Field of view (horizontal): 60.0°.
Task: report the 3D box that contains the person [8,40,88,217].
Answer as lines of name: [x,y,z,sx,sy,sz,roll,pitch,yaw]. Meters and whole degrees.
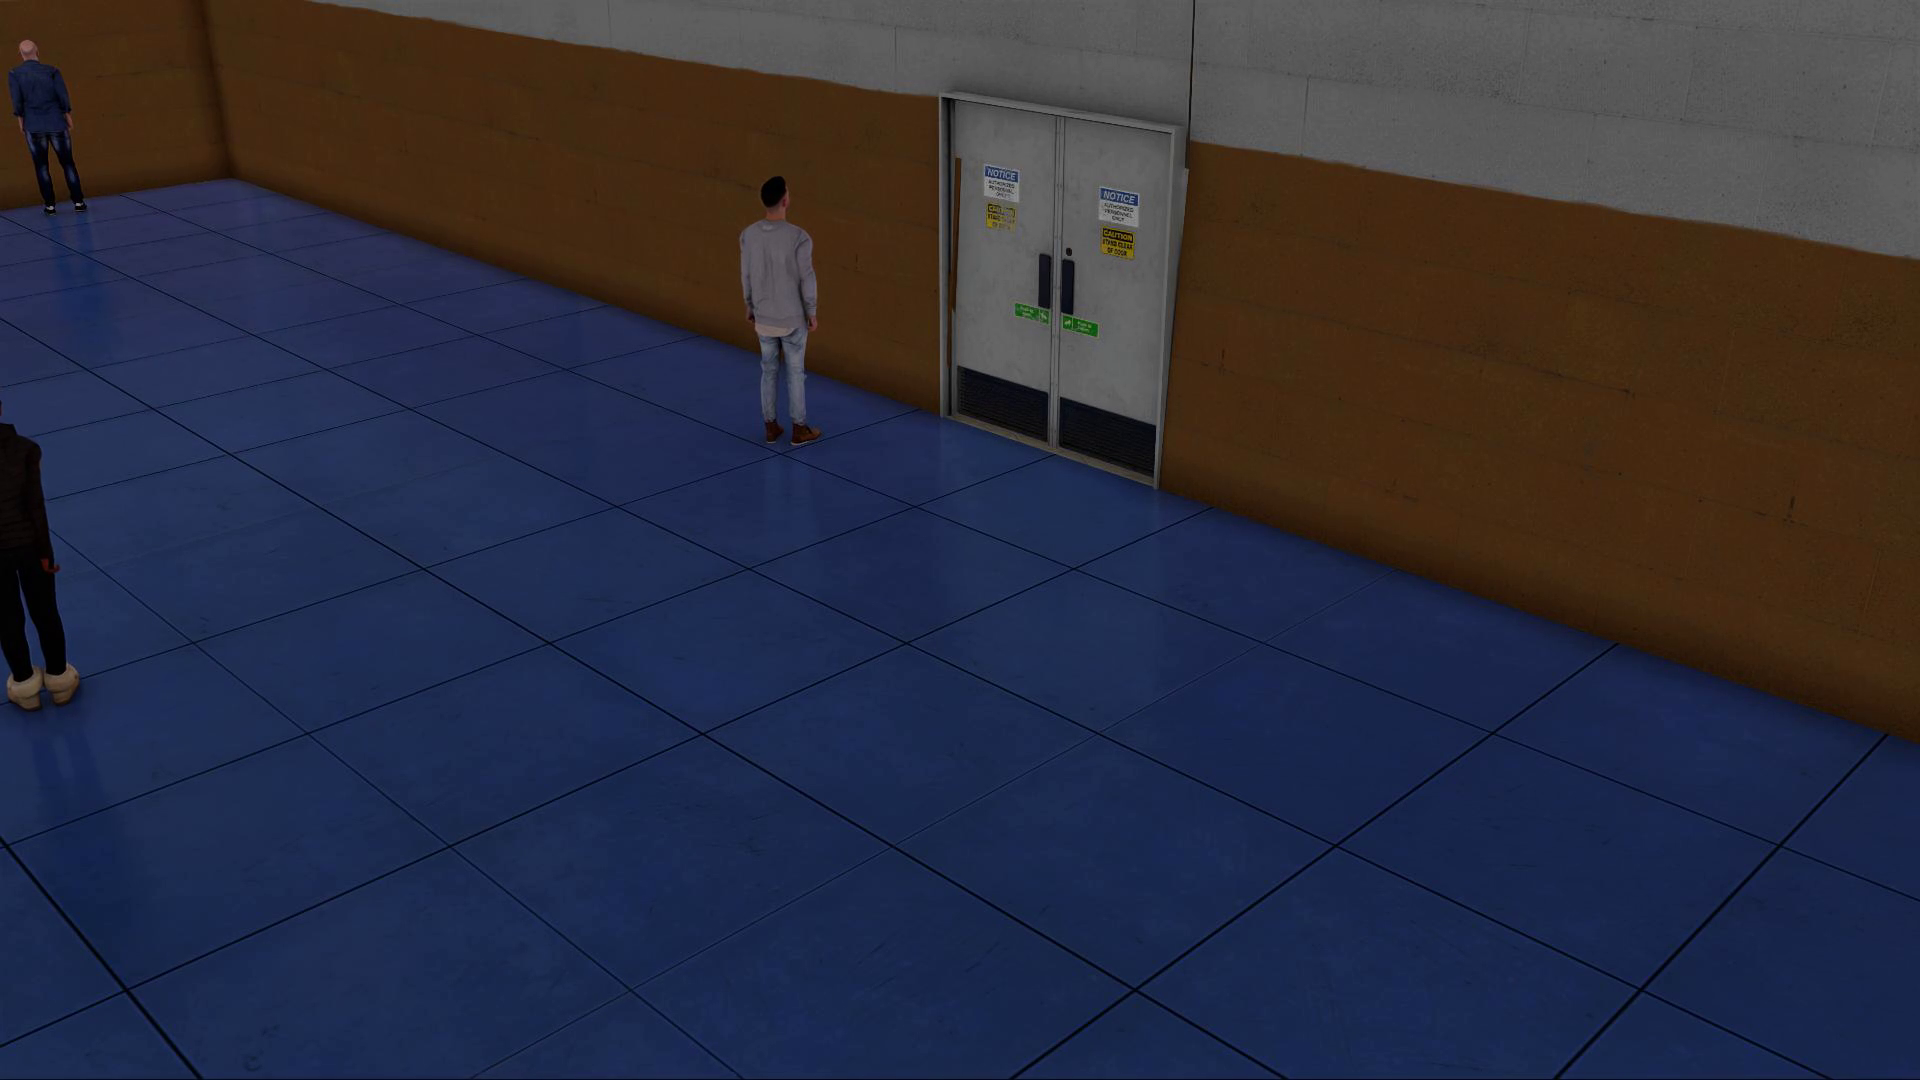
person: [-9.823,-4.428,17.871,0.623,1.825,0.839,-13,27,-27]

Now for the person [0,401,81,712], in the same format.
person: [-4.470,0.050,7.842,0.665,1.660,0.592,9,25,19]

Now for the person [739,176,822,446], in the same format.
person: [-1.215,-1.547,11.269,0.763,1.839,0.731,8,25,17]
